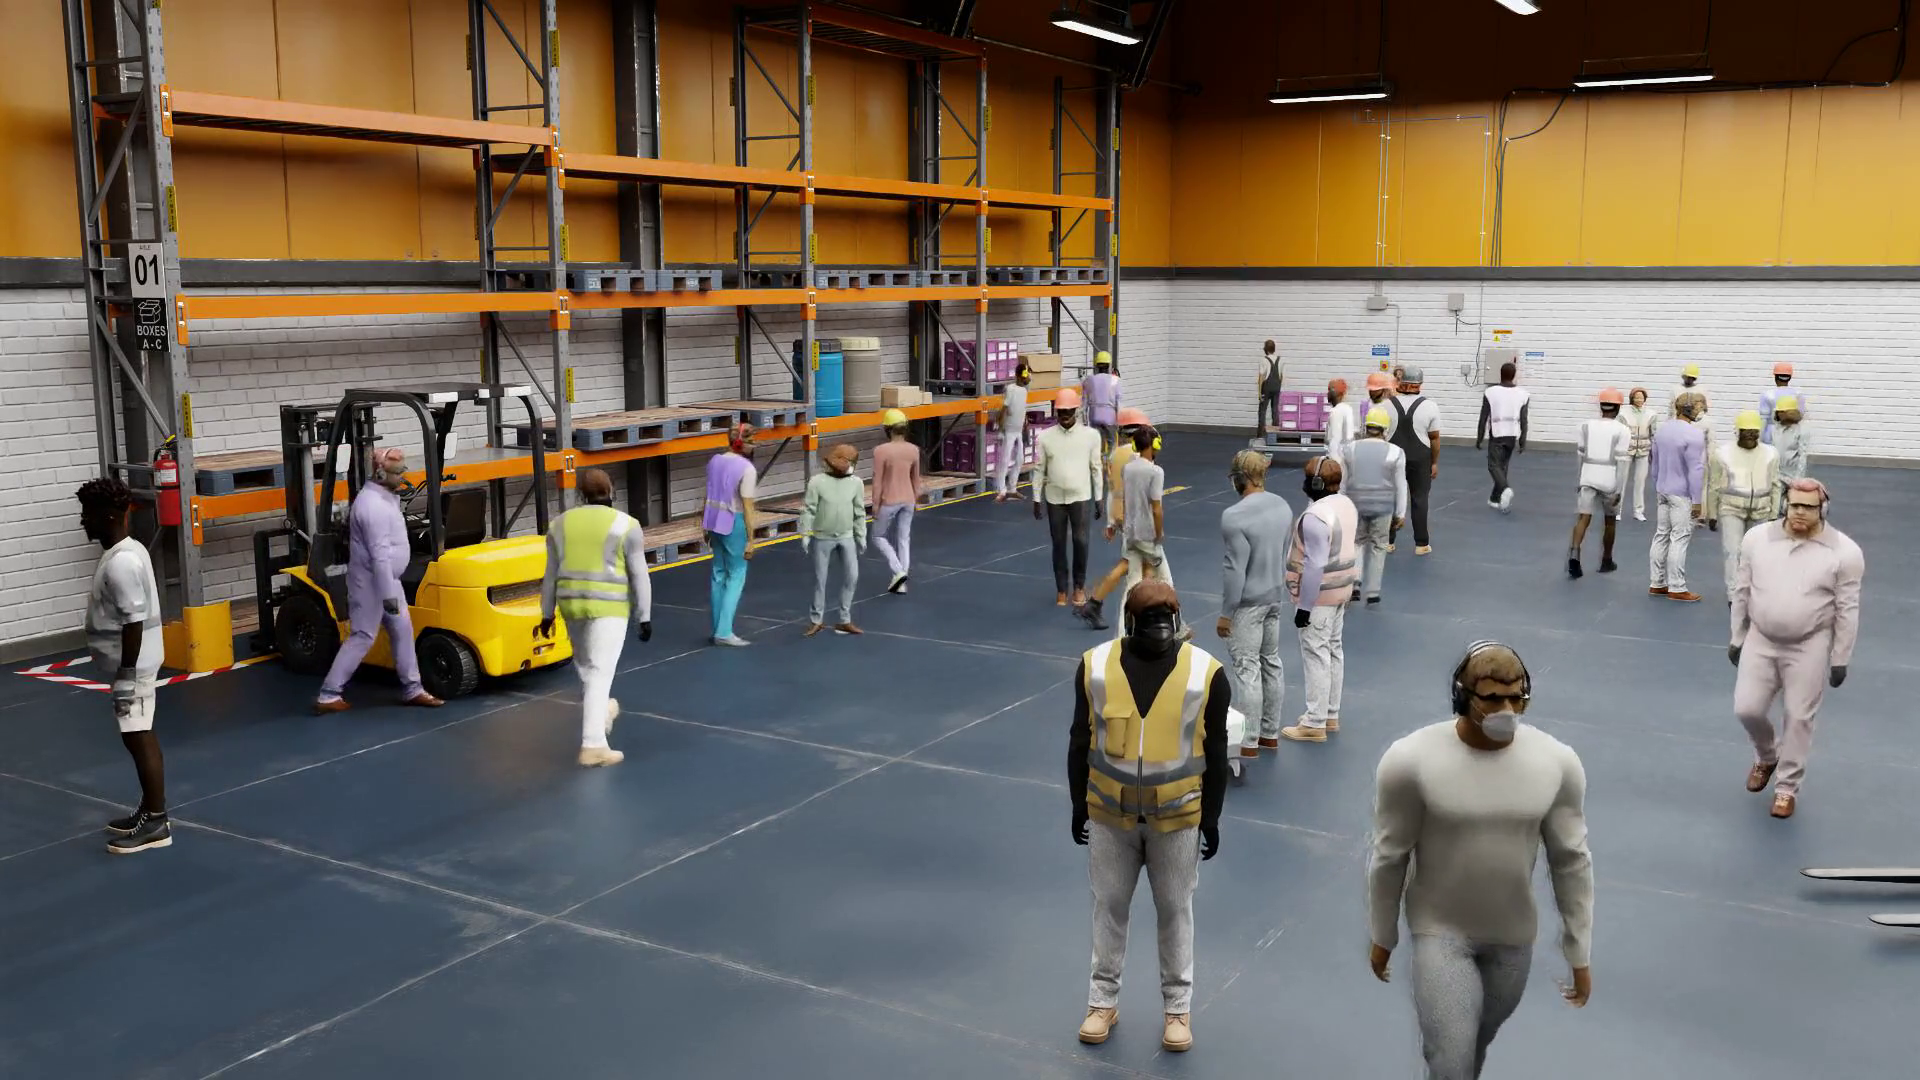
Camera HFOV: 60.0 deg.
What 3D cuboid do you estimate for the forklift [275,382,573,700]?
[{"bbox_3d":[-3.974,-0.067,12.417,2.313,2.155,1.214,5,11,30],"label":"forklift"}]

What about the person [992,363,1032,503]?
[{"bbox_3d":[0.680,-1.406,21.932,0.325,1.834,0.687,6,11,35],"label":"person"}]

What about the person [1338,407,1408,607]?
[{"bbox_3d":[3.719,-0.294,14.999,0.619,1.816,0.428,4,10,24],"label":"person"}]

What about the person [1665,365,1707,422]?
[{"bbox_3d":[10.384,-1.657,23.827,0.552,1.712,0.927,5,10,27],"label":"person"}]

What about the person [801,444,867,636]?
[{"bbox_3d":[-1.048,0.007,13.782,0.577,1.617,0.316,-3,10,-21],"label":"person"}]

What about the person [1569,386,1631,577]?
[{"bbox_3d":[6.330,-0.574,16.508,0.550,1.911,0.906,8,12,42],"label":"person"}]

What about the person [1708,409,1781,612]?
[{"bbox_3d":[7.029,-0.279,14.948,0.602,1.812,0.754,1,9,8],"label":"person"}]

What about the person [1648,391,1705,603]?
[{"bbox_3d":[6.599,-0.398,15.286,0.352,1.936,0.635,-2,9,-11],"label":"person"}]

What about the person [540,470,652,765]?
[{"bbox_3d":[-2.262,0.454,10.473,0.695,1.766,1.020,2,9,14],"label":"person"}]

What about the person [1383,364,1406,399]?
[{"bbox_3d":[6.851,-1.931,25.842,0.568,1.617,0.594,2,9,12],"label":"person"}]

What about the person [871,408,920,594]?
[{"bbox_3d":[-0.613,-0.354,15.550,0.551,1.752,0.376,-7,11,-35],"label":"person"}]

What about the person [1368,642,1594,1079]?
[{"bbox_3d":[1.617,1.253,5.109,0.645,1.884,1.004,-1,9,-4],"label":"person"}]

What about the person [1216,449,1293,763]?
[{"bbox_3d":[1.798,0.407,10.279,0.377,1.933,0.628,9,13,43],"label":"person"}]

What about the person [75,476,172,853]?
[{"bbox_3d":[-4.359,0.643,8.692,0.362,1.963,0.614,-4,10,-24],"label":"person"}]

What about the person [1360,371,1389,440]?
[{"bbox_3d":[4.749,-0.982,19.031,0.678,1.898,0.570,-8,12,-39],"label":"person"}]

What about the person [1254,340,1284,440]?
[{"bbox_3d":[5.504,-2.644,29.587,0.524,1.836,0.412,-3,9,-16],"label":"person"}]

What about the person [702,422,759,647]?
[{"bbox_3d":[-1.875,-0.043,13.443,0.419,1.824,0.680,-8,12,-43],"label":"person"}]

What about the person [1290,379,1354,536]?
[{"bbox_3d":[4.294,-0.918,18.880,0.925,1.838,0.596,5,10,30],"label":"person"}]

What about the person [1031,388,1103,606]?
[{"bbox_3d":[0.956,-0.373,14.971,0.653,1.977,0.528,1,9,8],"label":"person"}]

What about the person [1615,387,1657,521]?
[{"bbox_3d":[8.196,-1.042,20.236,0.522,1.636,0.310,1,9,6],"label":"person"}]

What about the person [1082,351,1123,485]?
[{"bbox_3d":[2.040,-1.718,23.592,0.613,1.907,0.650,3,9,16],"label":"person"}]

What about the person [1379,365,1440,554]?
[{"bbox_3d":[4.828,-0.869,17.900,0.684,2.000,0.538,4,10,25],"label":"person"}]

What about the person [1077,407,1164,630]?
[{"bbox_3d":[1.411,-0.173,14.125,0.959,1.890,0.588,-4,10,-22],"label":"person"}]

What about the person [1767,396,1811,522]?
[{"bbox_3d":[8.715,-0.662,17.623,0.704,1.719,0.507,-5,11,-30],"label":"person"}]

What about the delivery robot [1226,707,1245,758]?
[{"bbox_3d":[1.304,1.126,9.757,0.707,0.478,0.477,-3,10,-16],"label":"delivery robot"}]

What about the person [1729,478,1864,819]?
[{"bbox_3d":[4.613,0.587,9.246,0.652,1.894,0.452,8,12,39],"label":"person"}]

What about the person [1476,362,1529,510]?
[{"bbox_3d":[6.942,-1.315,21.178,0.606,1.887,0.820,-1,9,-4],"label":"person"}]

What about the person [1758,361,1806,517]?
[{"bbox_3d":[10.132,-1.249,20.597,0.551,1.934,0.373,1,9,4],"label":"person"}]

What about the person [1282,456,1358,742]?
[{"bbox_3d":[2.316,0.375,10.755,0.429,1.843,0.632,6,11,31],"label":"person"}]

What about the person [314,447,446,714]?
[{"bbox_3d":[-4.023,0.282,11.345,0.835,1.850,0.661,-1,9,-6],"label":"person"}]

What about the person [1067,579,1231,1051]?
[{"bbox_3d":[0.722,1.060,6.474,0.626,1.847,0.429,2,9,13],"label":"person"}]

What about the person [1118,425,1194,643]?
[{"bbox_3d":[1.523,-0.001,13.184,0.862,1.817,0.546,-8,12,-40],"label":"person"}]

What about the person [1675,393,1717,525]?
[{"bbox_3d":[8.688,-0.938,19.678,0.492,1.595,0.770,6,11,31],"label":"person"}]
